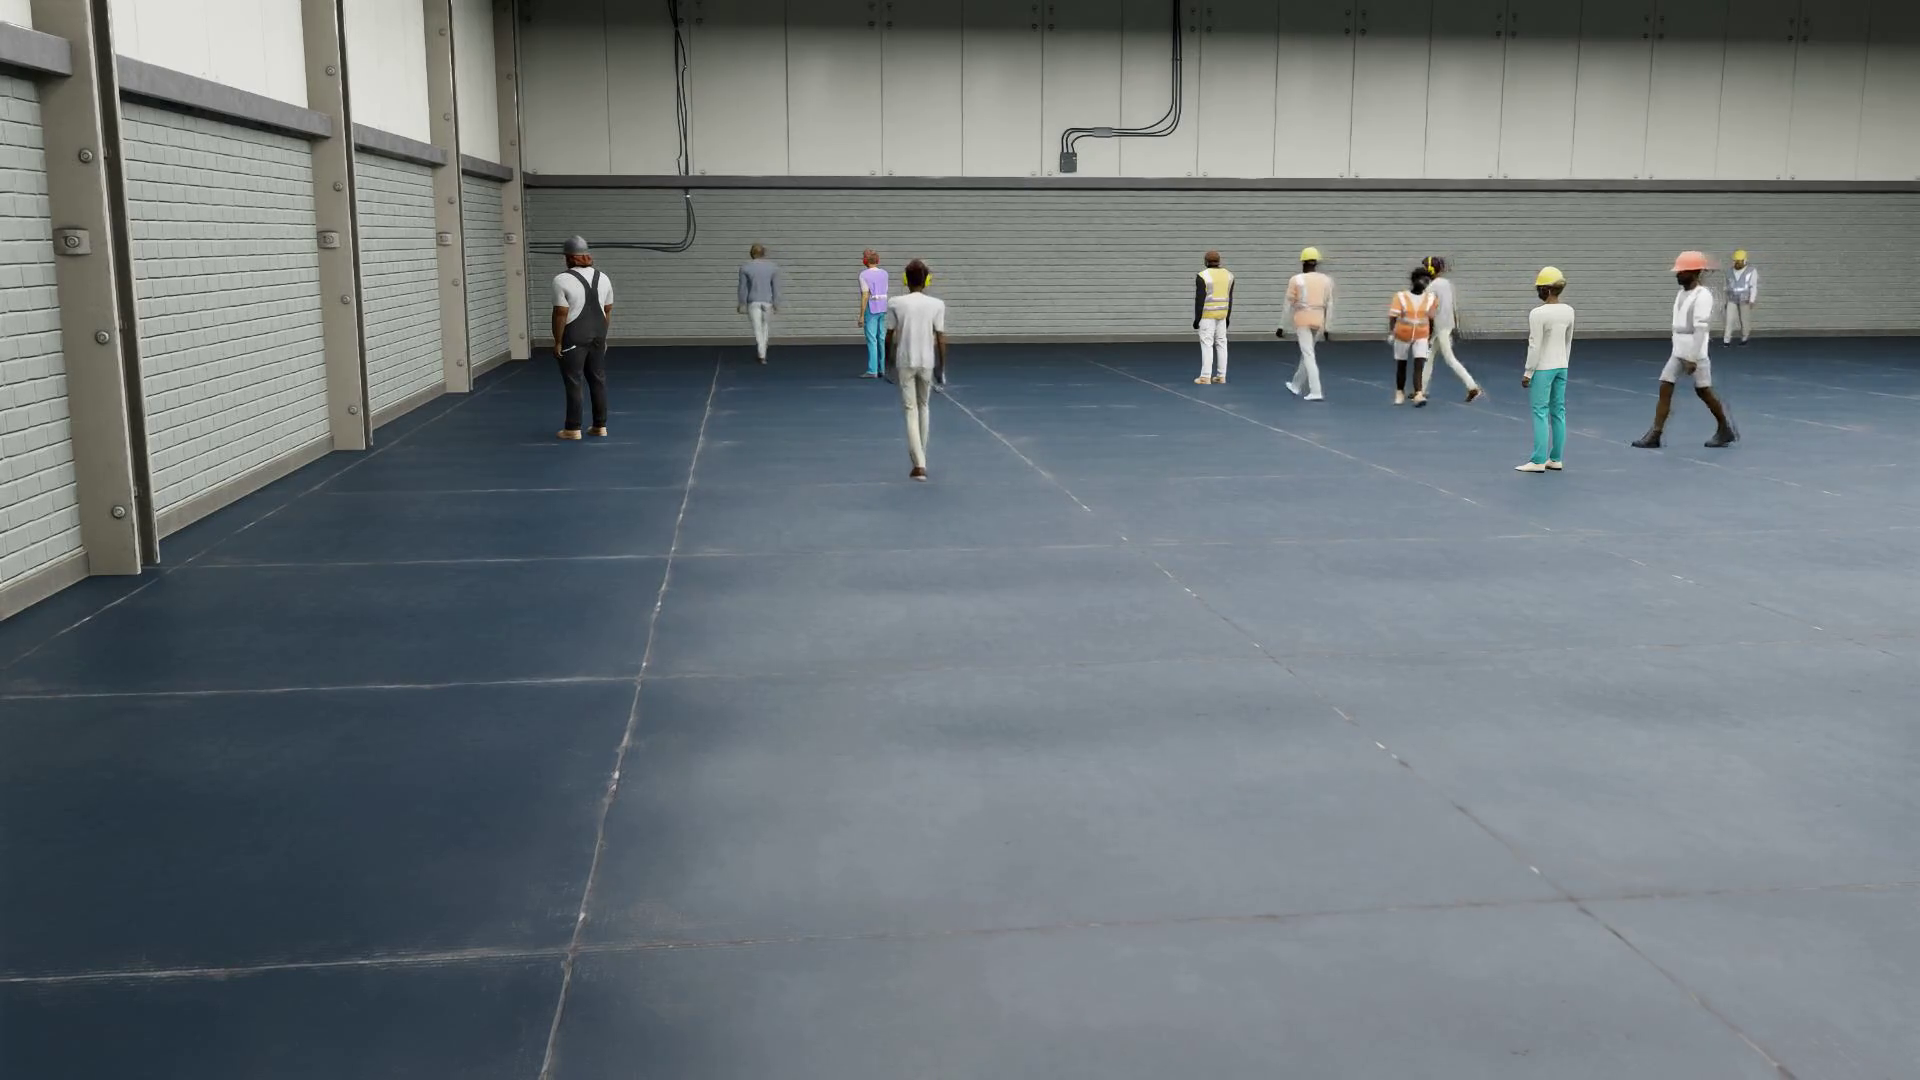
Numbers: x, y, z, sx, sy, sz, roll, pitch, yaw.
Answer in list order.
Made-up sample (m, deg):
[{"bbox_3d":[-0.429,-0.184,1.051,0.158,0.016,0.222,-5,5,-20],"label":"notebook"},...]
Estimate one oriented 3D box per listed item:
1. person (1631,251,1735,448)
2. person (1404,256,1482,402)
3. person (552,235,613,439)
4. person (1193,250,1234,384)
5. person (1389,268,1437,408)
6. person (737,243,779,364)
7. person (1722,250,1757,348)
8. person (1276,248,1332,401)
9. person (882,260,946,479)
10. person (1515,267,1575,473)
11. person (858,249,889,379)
[{"bbox_3d":[7.024,-1.810,15.925,0.999,1.894,0.551,-1,10,-8],"label":"person"},{"bbox_3d":[5.967,-2.577,20.412,1.005,1.800,0.534,7,13,35],"label":"person"},{"bbox_3d":[-3.861,-2.042,16.765,0.537,2.000,0.682,8,13,38],"label":"person"},{"bbox_3d":[3.472,-3.071,22.960,0.629,1.839,0.429,-6,12,-29],"label":"person"},{"bbox_3d":[5.361,-2.391,19.713,0.551,1.641,0.842,2,10,9],"label":"person"},{"bbox_3d":[-3.285,-3.804,26.765,0.639,1.907,0.815,-6,12,-29],"label":"person"},{"bbox_3d":[14.269,-4.406,30.429,0.582,1.794,0.878,8,13,36],"label":"person"},{"bbox_3d":[4.289,-2.692,20.765,0.614,1.874,0.974,-4,11,-22],"label":"person"},{"bbox_3d":[-0.398,-1.459,14.189,0.498,1.820,0.947,-2,11,-13],"label":"person"},{"bbox_3d":[5.053,-1.461,14.335,0.525,1.770,0.307,-7,12,-32],"label":"person"},{"bbox_3d":[-1.229,-3.223,23.790,0.396,1.841,0.565,8,13,38],"label":"person"}]
